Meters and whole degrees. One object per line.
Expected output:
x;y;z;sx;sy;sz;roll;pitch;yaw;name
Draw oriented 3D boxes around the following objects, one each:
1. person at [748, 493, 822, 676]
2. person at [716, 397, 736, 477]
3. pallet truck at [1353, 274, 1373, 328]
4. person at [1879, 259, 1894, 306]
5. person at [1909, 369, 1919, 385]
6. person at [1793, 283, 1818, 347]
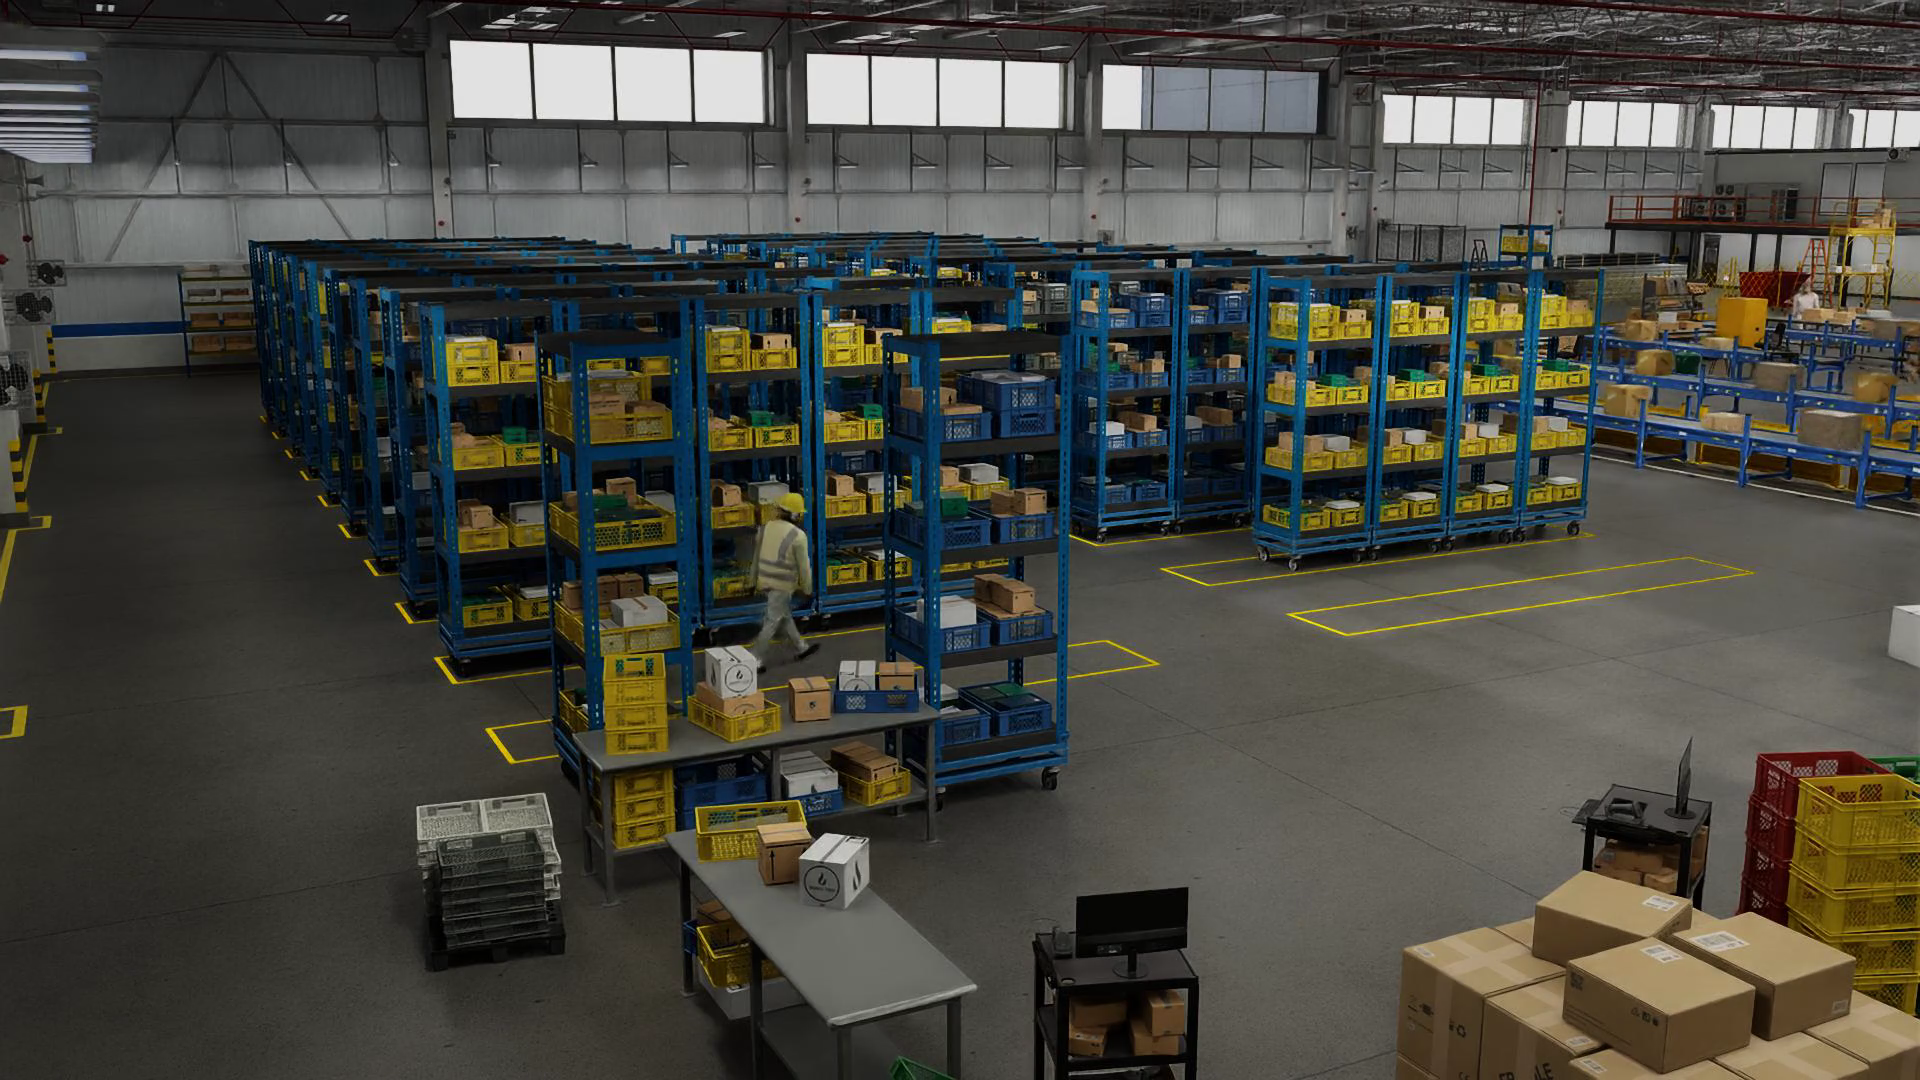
-1.733;0.424;16.196;0.598;1.747;1.007;11;16;41;person
-3.482;-1.218;23.766;0.987;1.787;0.591;-9;15;-36;person
13.011;-8.050;55.243;0.823;1.965;1.885;-7;14;-28;pallet truck
36.173;-10.026;64.858;0.515;1.837;0.332;-9;15;-35;person
22.536;-4.520;38.671;0.613;2.026;0.657;-10;16;-39;person
24.797;-6.609;48.799;0.644;1.879;0.816;5;13;21;person
